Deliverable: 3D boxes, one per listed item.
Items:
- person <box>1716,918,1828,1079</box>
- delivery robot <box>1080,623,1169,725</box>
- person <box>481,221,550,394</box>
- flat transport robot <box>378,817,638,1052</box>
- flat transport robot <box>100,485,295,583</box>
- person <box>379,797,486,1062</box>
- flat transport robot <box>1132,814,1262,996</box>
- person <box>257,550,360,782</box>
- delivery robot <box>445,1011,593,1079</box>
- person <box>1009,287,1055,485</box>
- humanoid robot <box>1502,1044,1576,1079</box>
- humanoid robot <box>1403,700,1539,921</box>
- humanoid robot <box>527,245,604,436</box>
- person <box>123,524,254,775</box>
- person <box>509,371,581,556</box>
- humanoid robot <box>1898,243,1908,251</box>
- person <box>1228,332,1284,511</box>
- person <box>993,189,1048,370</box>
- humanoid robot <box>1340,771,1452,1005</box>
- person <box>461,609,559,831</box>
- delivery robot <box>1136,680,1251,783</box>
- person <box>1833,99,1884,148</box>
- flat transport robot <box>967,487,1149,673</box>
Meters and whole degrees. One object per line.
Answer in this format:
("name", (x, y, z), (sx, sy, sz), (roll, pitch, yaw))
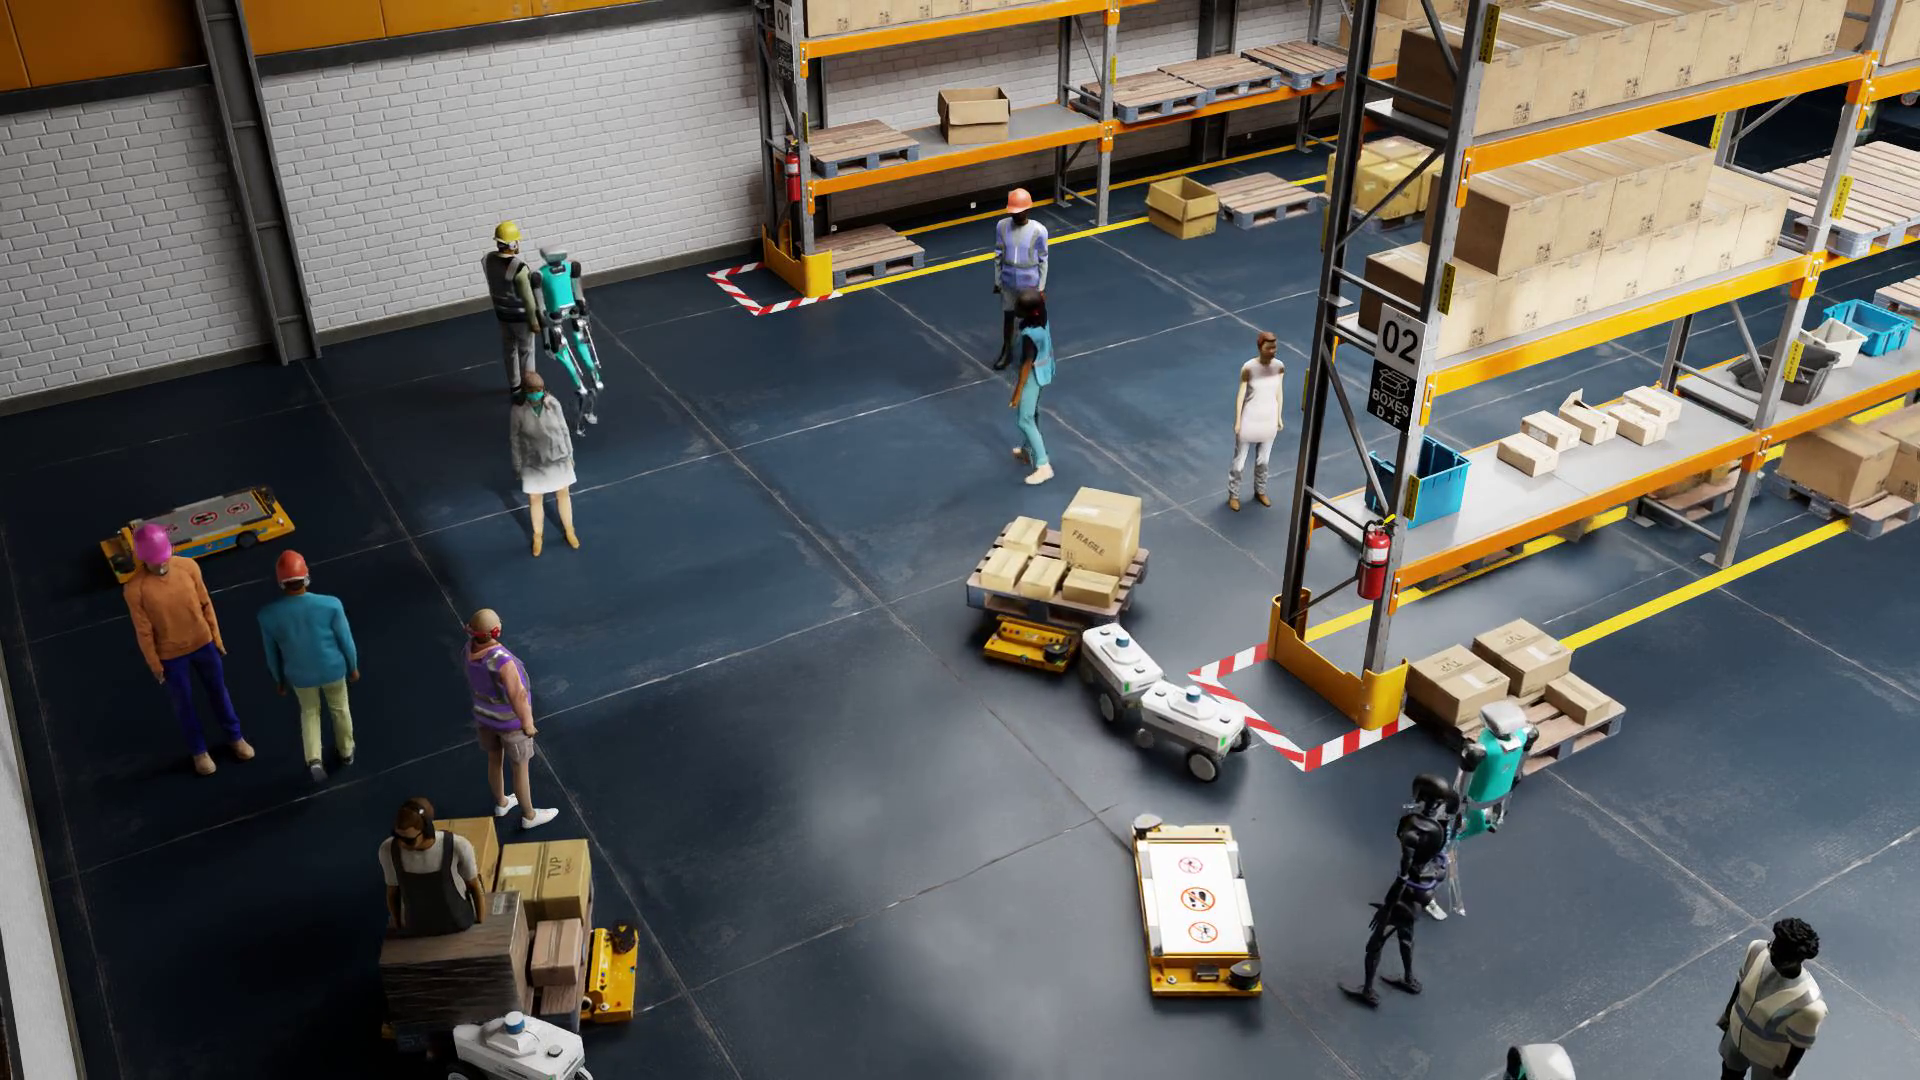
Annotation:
("person", (4.138, 2.598, 8.598), (0.320, 1.693, 0.532), (-8, 33, -13))
("delivery robot", (1.197, 0.958, 12.292), (0.499, 0.600, 0.804), (-14, 35, -21))
("person", (-4.310, -2.216, 16.160), (0.594, 1.820, 0.403), (21, 38, 29))
("flat transport robot", (-2.665, 2.616, 9.913), (1.431, 0.231, 0.659), (-3, 32, -5))
("flat transport robot", (-6.506, -0.063, 14.185), (1.431, 0.231, 0.659), (-21, 38, -29))
("person", (-2.870, 2.140, 9.190), (0.517, 1.841, 0.332), (-2, 32, -4))
("flat transport robot", (1.468, 2.277, 10.452), (0.659, 0.231, 1.431), (0, 32, 0))
("person", (-4.383, 0.887, 11.289), (0.575, 1.732, 0.563), (-8, 33, -12))
("delivery robot", (-2.453, 2.857, 9.250), (0.773, 0.586, 0.499), (14, 35, 21))
("person", (0.649, -1.407, 14.847), (0.517, 1.851, 0.675), (8, 33, 13))
("humanoid robot", (2.346, 3.071, 7.819), (0.831, 1.775, 0.546), (-5, 32, -8))
("humanoid robot", (3.010, 1.624, 10.147), (0.530, 1.826, 0.706), (-15, 35, -23))
("humanoid robot", (-3.581, -1.826, 15.642), (0.544, 1.800, 0.812), (-28, 41, -37))
("person", (-5.287, 0.730, 11.323), (0.515, 1.973, 0.404), (-27, 41, -36))
("person", (-3.455, -0.640, 13.795), (0.514, 1.660, 0.340), (-14, 35, -21))
("humanoid robot", (11.517, -4.161, 19.389), (0.913, 1.818, 0.561), (-7, 33, -10))
("person", (2.584, -1.035, 14.420), (0.444, 1.662, 0.285), (-7, 33, -11))
("person", (0.590, -2.584, 16.636), (0.551, 1.935, 0.366), (12, 34, 18))
("humanoid robot", (2.575, 1.981, 9.591), (0.377, 1.649, 0.596), (20, 37, 28))
("person", (-2.989, 1.171, 10.874), (0.481, 1.694, 0.349), (19, 37, 27))
("delivery robot", (1.630, 1.295, 11.743), (0.774, 0.587, 0.499), (21, 38, 30))
("person", (10.766, -4.705, 20.108), (0.563, 1.840, 0.397), (-10, 34, -16))
("flat transport robot", (0.747, 0.535, 13.231), (0.659, 0.231, 1.431), (12, 34, 18))
